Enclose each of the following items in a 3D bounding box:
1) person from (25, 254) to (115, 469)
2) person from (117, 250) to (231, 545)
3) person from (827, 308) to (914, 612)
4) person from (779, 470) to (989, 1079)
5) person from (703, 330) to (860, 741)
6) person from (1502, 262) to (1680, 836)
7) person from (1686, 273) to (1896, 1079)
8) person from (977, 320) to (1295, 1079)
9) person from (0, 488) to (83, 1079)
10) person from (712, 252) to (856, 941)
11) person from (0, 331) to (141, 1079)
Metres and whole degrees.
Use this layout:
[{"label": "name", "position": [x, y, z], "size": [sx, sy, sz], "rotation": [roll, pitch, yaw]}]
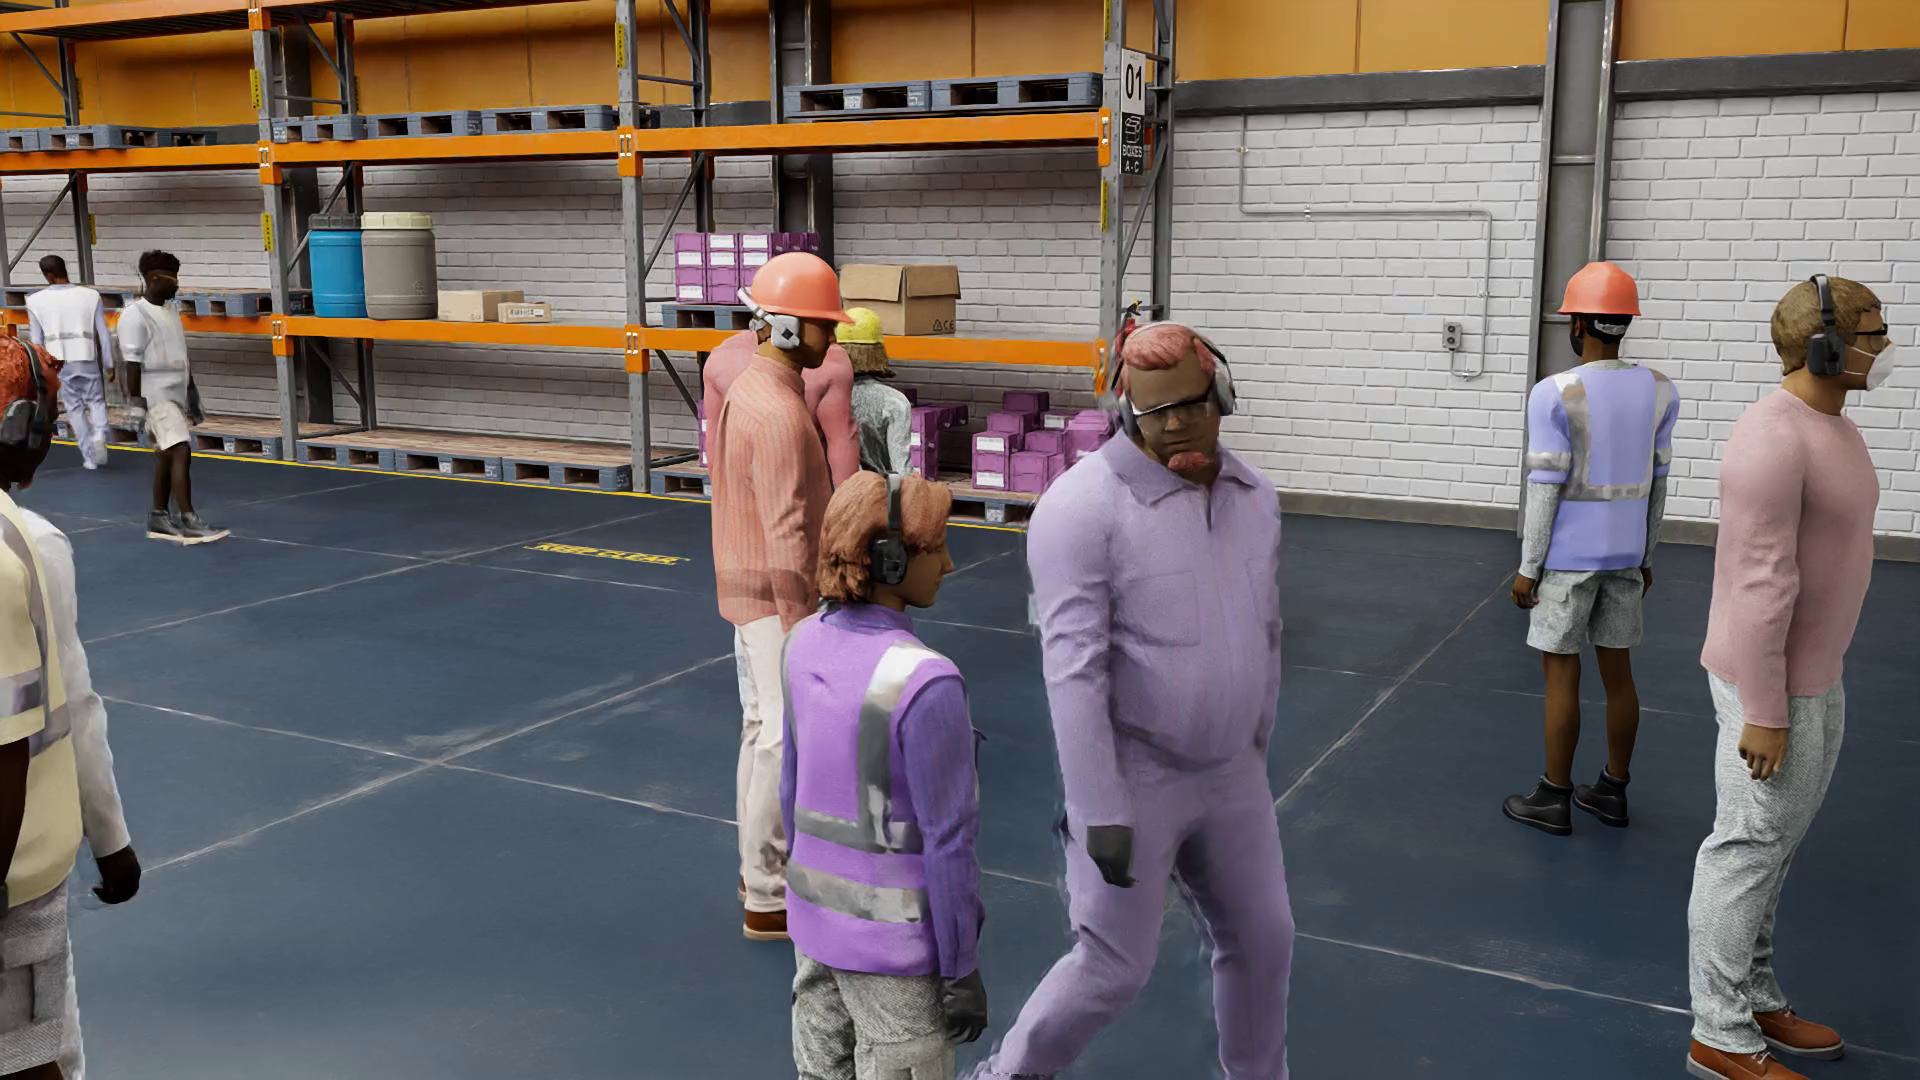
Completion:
[{"label": "person", "position": [-7.664, -1.519, 14.374], "size": [0.637, 1.876, 0.568], "rotation": [-6, 12, -29]}, {"label": "person", "position": [-5.132, -0.936, 11.009], "size": [0.745, 1.926, 0.636], "rotation": [0, 10, 0]}, {"label": "person", "position": [-0.413, -0.083, 6.866], "size": [0.484, 1.737, 0.322], "rotation": [3, 11, 18]}, {"label": "person", "position": [-0.140, 0.695, 2.874], "size": [0.314, 1.636, 0.514], "rotation": [-7, 13, -35]}, {"label": "person", "position": [-0.693, -0.140, 6.618], "size": [0.635, 1.939, 0.361], "rotation": [3, 11, 16]}, {"label": "person", "position": [2.118, 0.039, 5.640], "size": [0.543, 1.939, 0.356], "rotation": [-3, 11, -17]}, {"label": "person", "position": [1.964, 0.348, 3.944], "size": [0.370, 1.940, 0.630], "rotation": [8, 13, 37]}, {"label": "person", "position": [0.423, 0.482, 3.484], "size": [0.668, 1.880, 0.627], "rotation": [-8, 13, -38]}, {"label": "person", "position": [-1.698, 0.536, 2.833], "size": [0.366, 1.967, 0.603], "rotation": [-7, 12, -33]}, {"label": "person", "position": [-0.500, 0.173, 4.796], "size": [0.410, 1.981, 0.628], "rotation": [-3, 11, -14]}, {"label": "person", "position": [-1.842, 0.520, 3.236], "size": [0.595, 1.846, 0.795], "rotation": [6, 12, 32]}]
